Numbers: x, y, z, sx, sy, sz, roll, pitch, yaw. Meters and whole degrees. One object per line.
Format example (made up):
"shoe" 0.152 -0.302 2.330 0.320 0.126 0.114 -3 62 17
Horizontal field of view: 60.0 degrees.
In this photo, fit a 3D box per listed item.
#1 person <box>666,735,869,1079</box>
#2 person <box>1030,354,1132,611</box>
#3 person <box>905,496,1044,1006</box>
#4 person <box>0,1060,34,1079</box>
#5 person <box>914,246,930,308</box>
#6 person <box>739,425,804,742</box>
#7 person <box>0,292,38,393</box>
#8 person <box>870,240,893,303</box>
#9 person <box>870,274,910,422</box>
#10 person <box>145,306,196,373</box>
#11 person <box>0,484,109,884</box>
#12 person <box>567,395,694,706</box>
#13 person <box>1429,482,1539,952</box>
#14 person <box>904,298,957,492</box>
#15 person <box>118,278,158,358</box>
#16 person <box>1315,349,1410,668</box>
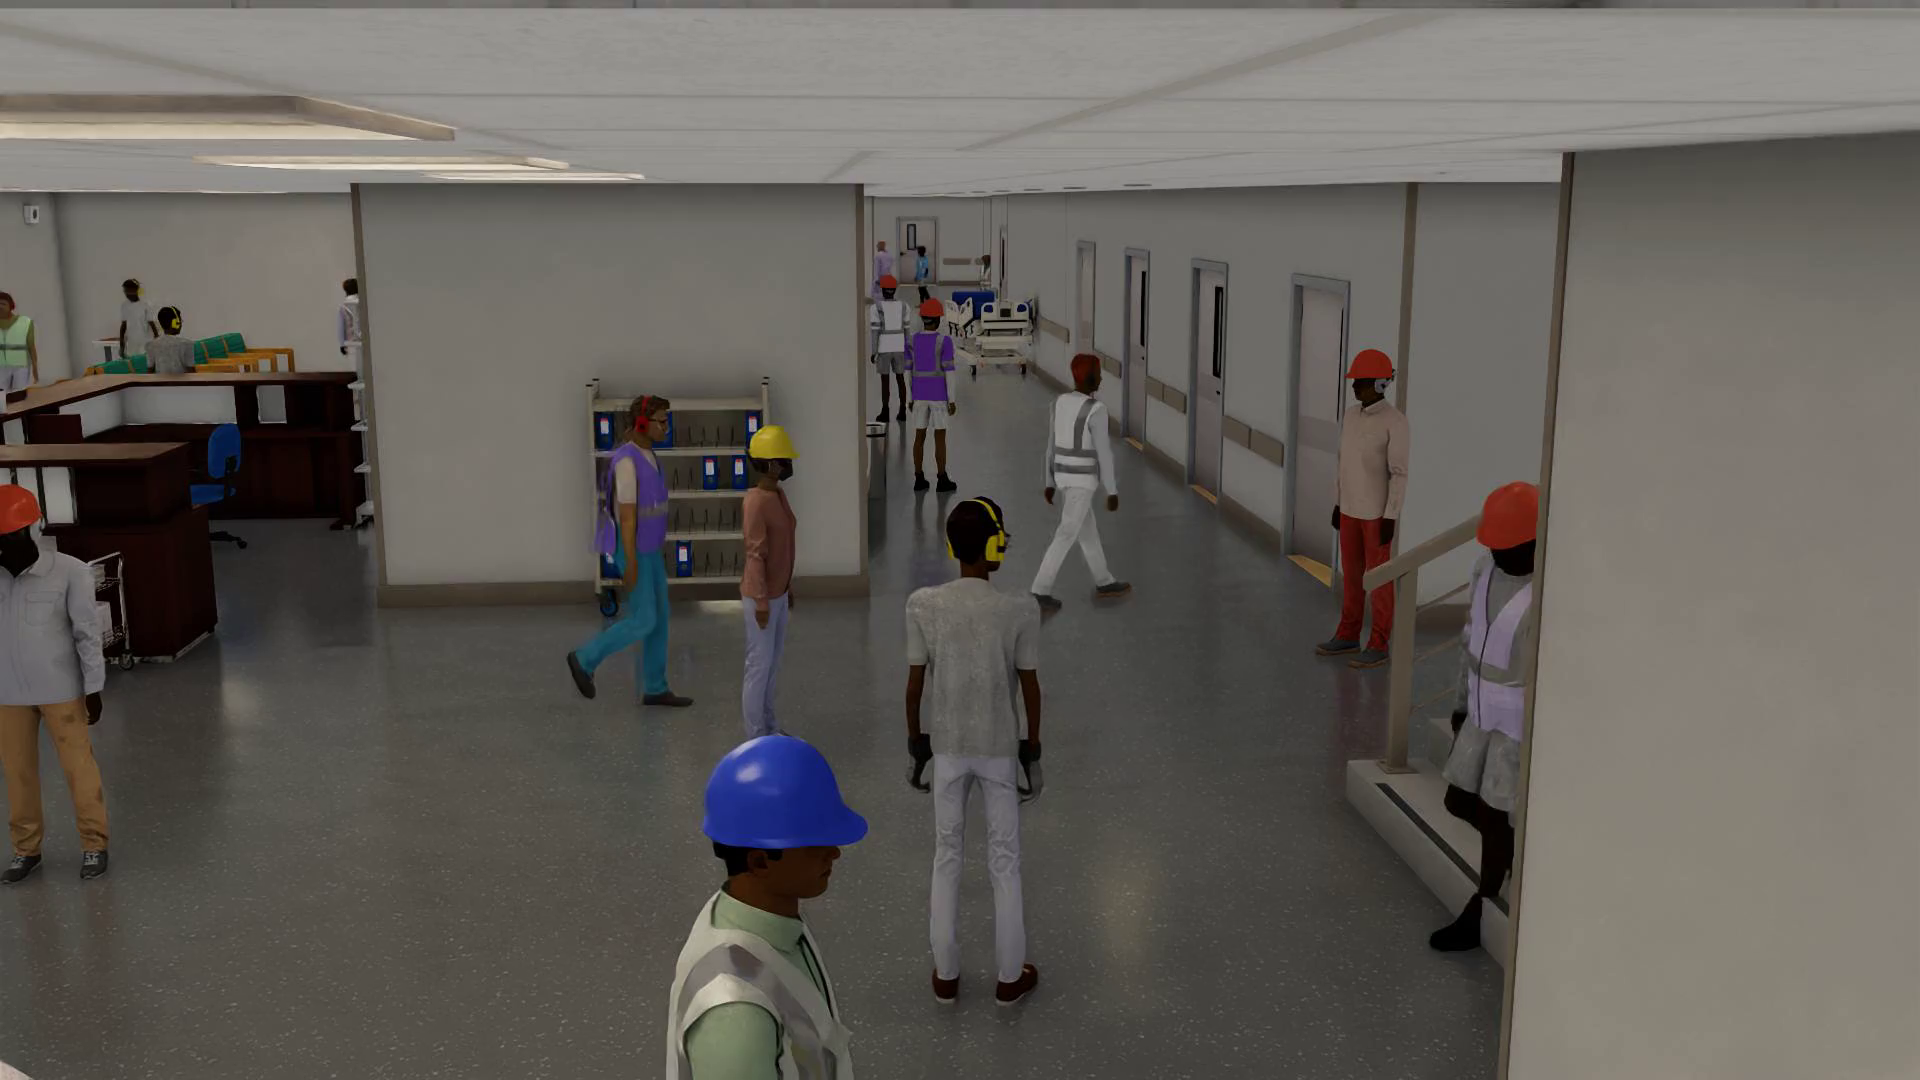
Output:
"person" -0.363 1.309 3.192 0.391 1.948 0.605 -1 12 -5
"person" 0.849 -0.418 11.932 0.999 1.835 0.599 -7 13 -31
"person" 0.051 0.772 6.025 0.513 1.865 0.329 2 12 10
"person" -1.681 1.457 2.586 0.636 1.903 0.406 1 12 3
"person" -0.992 -7.125 45.077 0.402 1.679 0.578 -6 13 -28
"person" -0.976 0.282 8.662 0.317 1.769 0.523 2 12 8
"person" -11.372 -2.067 19.980 0.574 1.829 0.452 -3 12 -12
"person" -2.001 -6.621 42.083 0.454 1.885 0.659 10 15 39
"person" -0.930 -2.528 21.969 0.545 1.939 0.373 -5 12 -21
"person" -7.818 -1.391 16.602 0.519 1.865 0.331 0 12 0
"person" -3.940 0.618 7.079 0.563 1.742 0.361 -1 12 -6
"person" -1.897 0.078 9.528 0.627 1.818 0.610 1 12 4
"person" 2.111 0.685 6.363 0.594 1.895 0.630 -5 12 -21
"person" -0.286 -1.450 16.696 0.542 1.939 0.361 5 13 24
"person" -11.306 -2.674 22.910 0.659 1.842 0.435 2 12 12
"person" 2.550 -0.201 10.453 0.375 1.995 0.610 -5 13 -25
